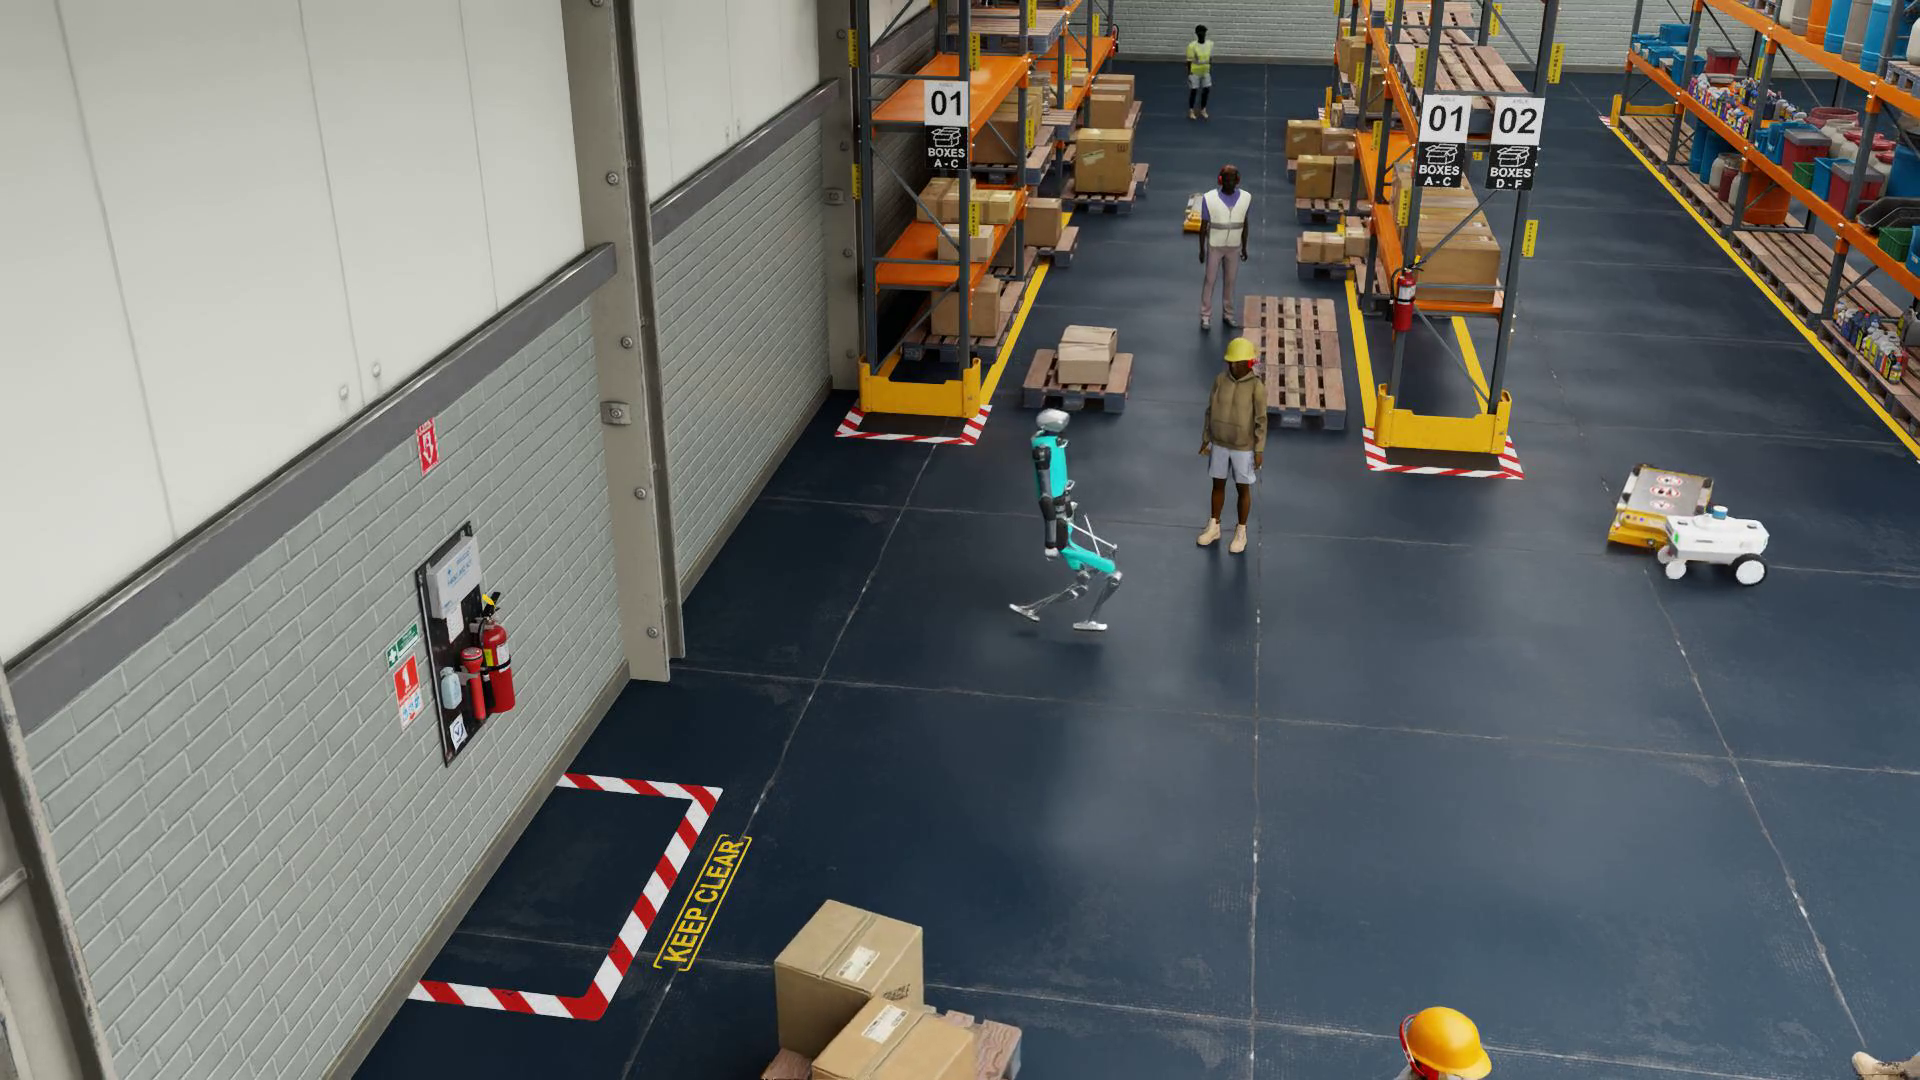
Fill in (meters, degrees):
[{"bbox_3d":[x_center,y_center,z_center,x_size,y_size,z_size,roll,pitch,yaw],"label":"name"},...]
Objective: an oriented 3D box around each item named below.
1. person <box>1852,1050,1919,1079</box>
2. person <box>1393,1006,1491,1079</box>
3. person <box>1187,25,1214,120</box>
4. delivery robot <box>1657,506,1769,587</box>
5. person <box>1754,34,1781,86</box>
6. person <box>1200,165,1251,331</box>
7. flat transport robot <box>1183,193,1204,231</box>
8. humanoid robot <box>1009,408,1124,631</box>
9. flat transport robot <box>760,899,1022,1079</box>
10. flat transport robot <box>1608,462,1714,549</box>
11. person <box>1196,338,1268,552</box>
[{"bbox_3d":[4.698,1.973,7.448,0.491,1.690,0.944,-19,31,-35],"label":"person"},{"bbox_3d":[1.661,2.487,6.131,0.569,1.890,0.376,-22,33,-39],"label":"person"},{"bbox_3d":[4.201,-8.255,29.370,0.546,1.664,0.481,-8,26,-16],"label":"person"},{"bbox_3d":[5.895,0.037,12.962,0.810,0.612,0.499,3,25,7],"label":"delivery robot"},{"bbox_3d":[15.873,-9.820,32.617,0.324,1.759,0.523,-15,29,-29],"label":"person"},{"bbox_3d":[2.917,-3.252,18.460,0.567,1.844,0.381,-6,26,-13],"label":"person"},{"bbox_3d":[3.483,-4.546,23.087,0.659,0.231,1.431,5,25,10],"label":"flat transport robot"},{"bbox_3d":[0.830,-0.076,11.783,0.978,1.736,0.539,6,26,12],"label":"humanoid robot"},{"bbox_3d":[-0.348,2.729,7.516,1.431,0.231,0.659,9,26,18],"label":"flat transport robot"},{"bbox_3d":[5.893,-0.273,13.942,0.659,0.231,1.431,13,28,25],"label":"flat transport robot"},{"bbox_3d":[2.186,-0.776,13.251,0.531,1.763,0.405,15,29,29],"label":"person"}]
